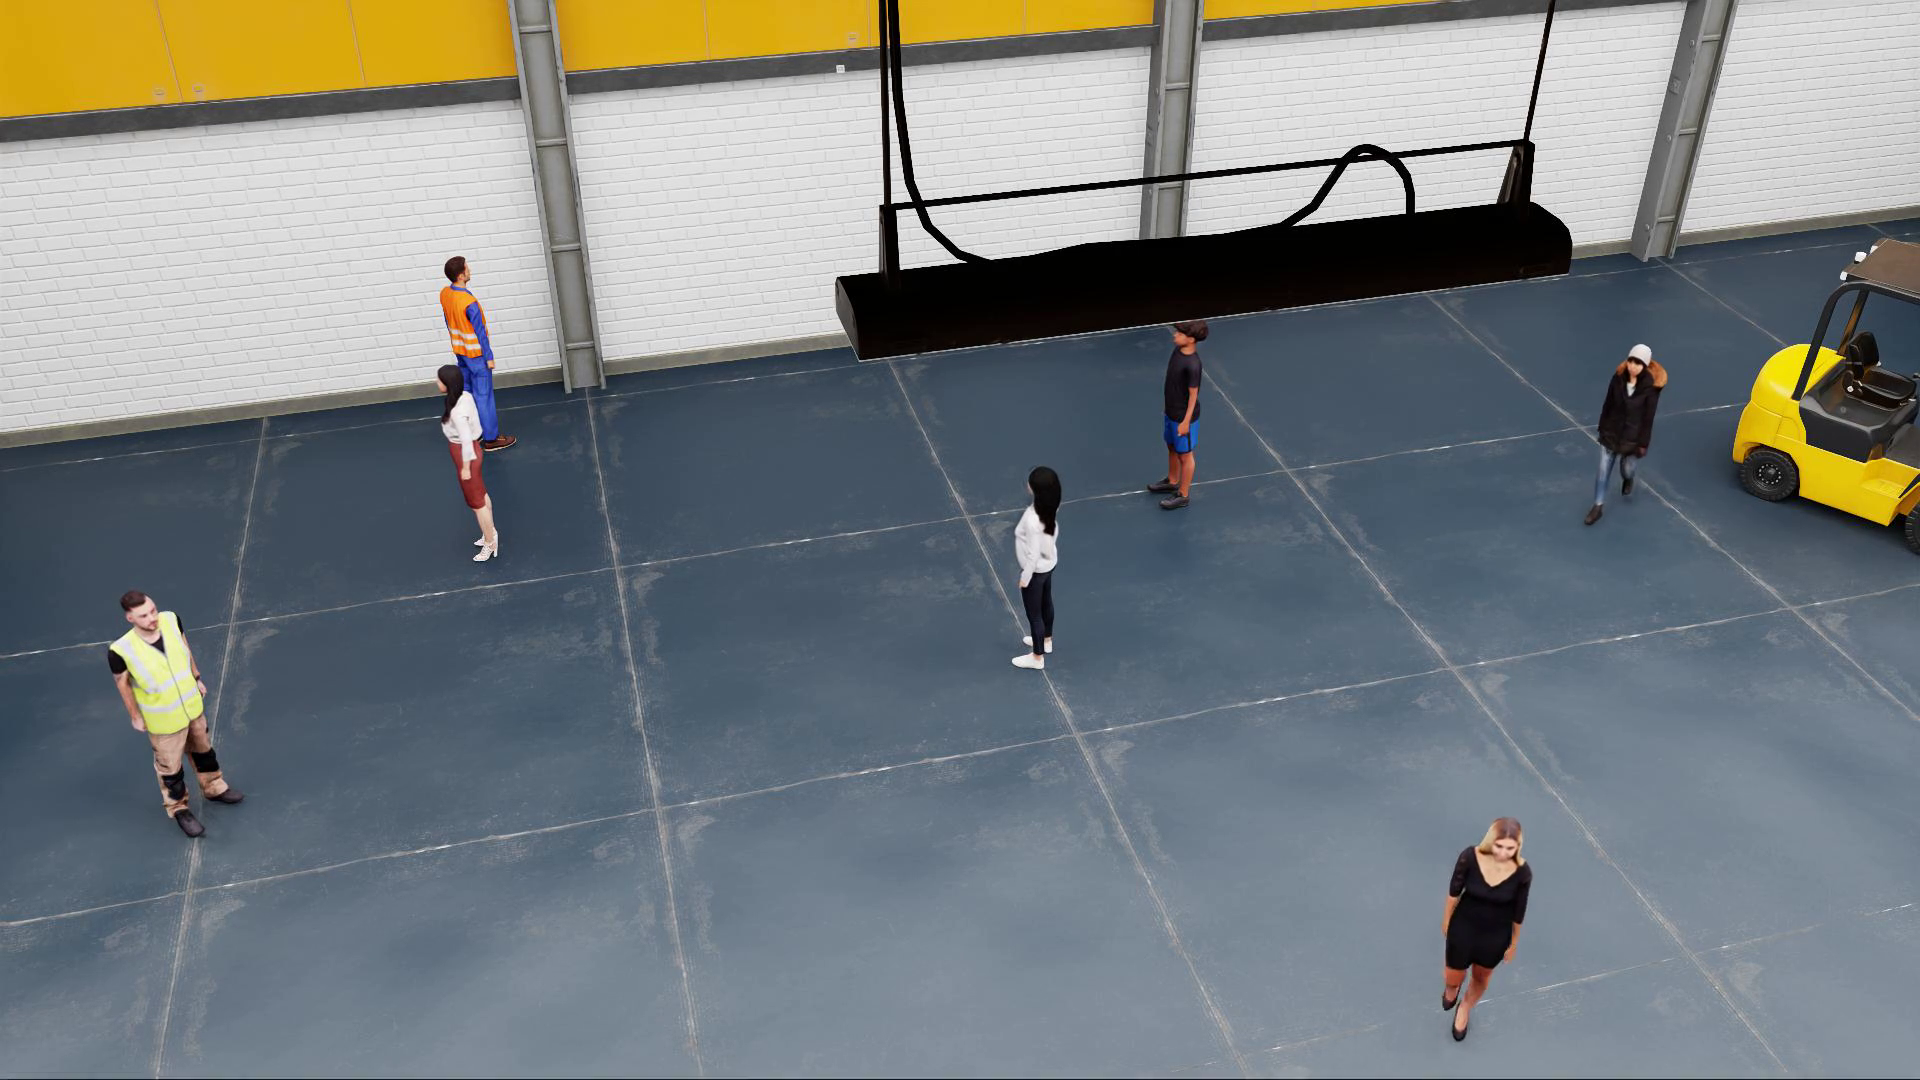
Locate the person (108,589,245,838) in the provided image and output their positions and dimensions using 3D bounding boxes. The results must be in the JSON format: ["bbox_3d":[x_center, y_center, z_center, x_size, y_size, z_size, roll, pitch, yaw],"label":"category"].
[{"bbox_3d":[-5.122,1.072,10.803,0.905,1.845,0.849,16,37,23],"label":"person"}]

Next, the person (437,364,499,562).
[{"bbox_3d":[-3.974,-0.624,13.441,0.527,1.749,0.616,-6,34,-9],"label":"person"}]

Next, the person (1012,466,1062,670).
[{"bbox_3d":[0.584,0.191,12.258,0.743,1.701,0.713,12,35,17],"label":"person"}]

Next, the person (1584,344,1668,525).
[{"bbox_3d":[5.615,-0.905,13.985,0.917,1.616,1.021,24,40,31],"label":"person"}]

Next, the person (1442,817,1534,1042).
[{"bbox_3d":[2.937,2.140,9.359,0.703,1.665,0.765,11,35,16],"label":"person"}]

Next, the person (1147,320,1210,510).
[{"bbox_3d":[1.890,-1.111,14.129,0.563,1.799,0.581,-9,35,-13],"label":"person"}]

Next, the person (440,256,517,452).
[{"bbox_3d":[-4.380,-1.679,14.924,0.784,1.864,0.808,25,41,32],"label":"person"}]
